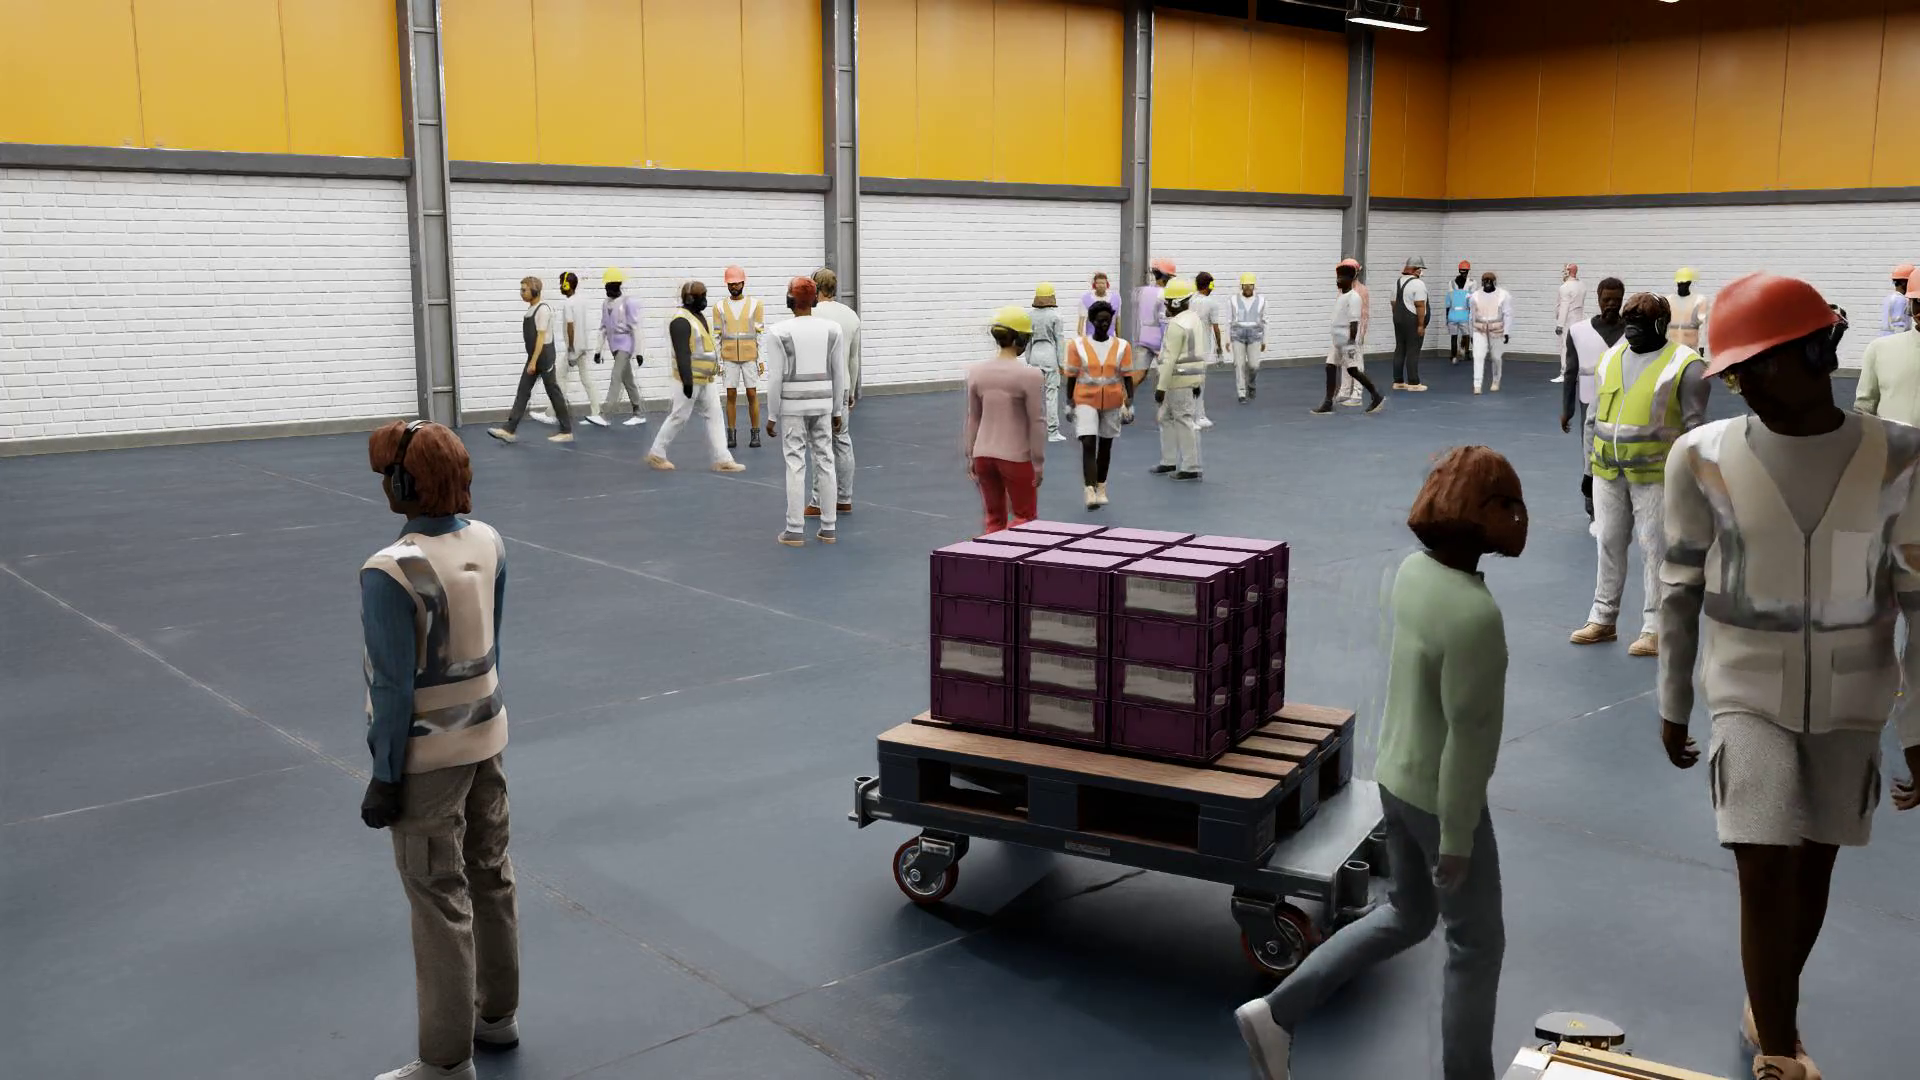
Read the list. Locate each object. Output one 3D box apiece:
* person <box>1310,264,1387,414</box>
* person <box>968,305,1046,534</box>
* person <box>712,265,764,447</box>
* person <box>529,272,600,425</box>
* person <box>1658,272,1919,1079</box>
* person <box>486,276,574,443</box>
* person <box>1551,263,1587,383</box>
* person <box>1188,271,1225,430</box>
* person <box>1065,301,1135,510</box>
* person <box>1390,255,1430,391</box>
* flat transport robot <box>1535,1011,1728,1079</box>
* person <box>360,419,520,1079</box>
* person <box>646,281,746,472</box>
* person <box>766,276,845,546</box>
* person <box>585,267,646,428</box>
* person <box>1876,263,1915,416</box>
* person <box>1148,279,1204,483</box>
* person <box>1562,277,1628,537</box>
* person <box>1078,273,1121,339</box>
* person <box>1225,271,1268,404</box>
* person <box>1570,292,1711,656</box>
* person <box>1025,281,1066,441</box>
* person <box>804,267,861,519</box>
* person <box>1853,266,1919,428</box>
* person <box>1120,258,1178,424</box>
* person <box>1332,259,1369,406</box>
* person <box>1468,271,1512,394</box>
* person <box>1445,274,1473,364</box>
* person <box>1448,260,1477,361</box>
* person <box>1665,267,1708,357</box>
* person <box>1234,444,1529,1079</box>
[{"bbox_3d":[4.996,-2.557,21.230,0.921,1.937,0.609,-1,10,-8],"label":"person"},{"bbox_3d":[0.227,-0.457,9.487,0.523,1.750,0.544,7,12,35],"label":"person"},{"bbox_3d":[-2.341,-1.931,17.592,0.544,1.933,0.378,0,10,-1],"label":"person"},{"bbox_3d":[-4.717,-2.279,19.915,0.911,1.827,0.536,3,10,15],"label":"person"},{"bbox_3d":[1.895,0.402,3.773,0.602,1.977,0.894,3,10,19],"label":"person"},{"bbox_3d":[-4.623,-1.921,17.898,0.949,1.798,0.514,-8,12,-38],"label":"person"},{"bbox_3d":[9.735,-3.472,26.661,0.652,1.906,0.403,-9,13,-42],"label":"person"},{"bbox_3d":[2.848,-2.202,19.394,0.585,1.834,0.757,10,14,44],"label":"person"},{"bbox_3d":[1.134,-1.062,13.263,0.554,1.659,0.821,-1,10,-8],"label":"person"},{"bbox_3d":[6.837,-3.279,25.139,0.536,2.000,0.683,-4,10,-22],"label":"person"},{"bbox_3d":[1.324,1.340,3.265,0.652,0.197,1.431,6,11,31],"label":"flat transport robot"},{"bbox_3d":[-1.259,0.525,4.041,0.307,1.641,0.514,2,10,13],"label":"person"},{"bbox_3d":[-2.532,-1.525,15.584,0.948,1.801,0.639,3,10,16],"label":"person"},{"bbox_3d":[-1.084,-0.897,11.651,0.573,1.885,0.356,-5,11,-26],"label":"person"},{"bbox_3d":[-4.104,-2.262,19.651,0.971,1.878,0.615,-9,13,-42],"label":"person"},{"bbox_3d":[10.761,-2.198,19.108,0.363,1.939,0.542,3,10,16],"label":"person"},{"bbox_3d":[1.880,-1.422,14.897,0.655,1.811,0.610,4,11,23],"label":"person"},{"bbox_3d":[4.782,-1.002,12.314,0.603,1.877,0.978,2,10,12],"label":"person"},{"bbox_3d":[1.865,-2.647,22.153,0.589,1.787,1.011,0,10,-1],"label":"person"},{"bbox_3d":[3.933,-2.778,22.863,0.597,1.818,0.466,1,10,6],"label":"person"},{"bbox_3d":[3.455,-0.339,8.503,0.429,1.842,0.633,-7,12,-36],"label":"person"},{"bbox_3d":[0.934,-1.950,18.222,0.487,1.746,0.287,5,11,29],"label":"person"},{"bbox_3d":[-1.039,-1.129,12.846,0.360,1.938,0.635,8,13,41],"label":"person"},{"bbox_3d":[4.667,-0.349,8.117,0.612,1.995,0.377,7,12,37],"label":"person"},{"bbox_3d":[2.265,-2.376,20.017,0.949,2.006,0.685,-6,12,-33],"label":"person"},{"bbox_3d":[5.283,-2.807,22.539,0.402,1.985,0.613,-3,10,-18],"label":"person"},{"bbox_3d":[7.845,-3.075,24.636,0.617,1.815,0.880,4,11,23],"label":"person"},{"bbox_3d":[9.350,-4.127,31.141,0.537,1.685,0.387,4,11,24],"label":"person"},{"bbox_3d":[9.742,-4.448,32.279,0.552,1.936,0.359,4,10,22],"label":"person"},{"bbox_3d":[9.365,-2.582,21.511,0.597,1.891,0.917,7,12,35],"label":"person"},{"bbox_3d":[0.998,0.586,3.757,0.639,1.615,0.511,-1,10,-6],"label":"person"}]
